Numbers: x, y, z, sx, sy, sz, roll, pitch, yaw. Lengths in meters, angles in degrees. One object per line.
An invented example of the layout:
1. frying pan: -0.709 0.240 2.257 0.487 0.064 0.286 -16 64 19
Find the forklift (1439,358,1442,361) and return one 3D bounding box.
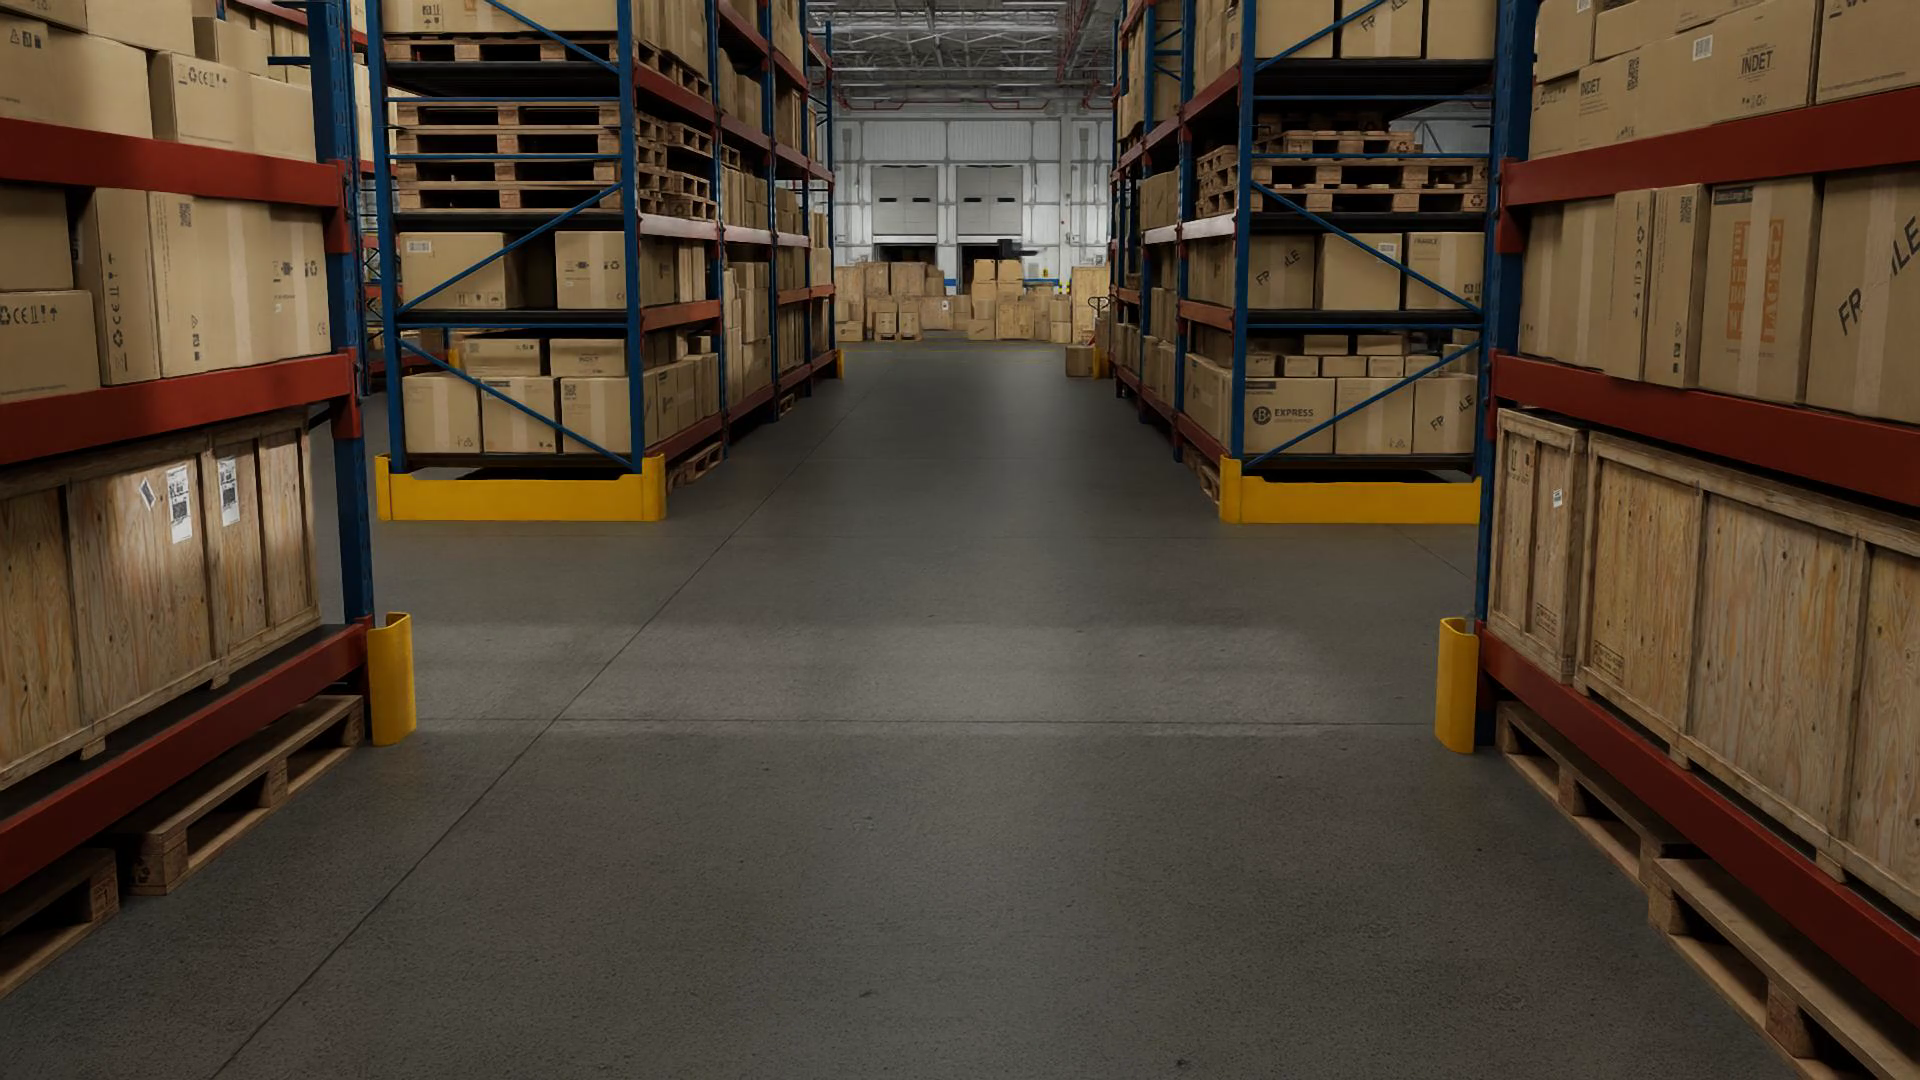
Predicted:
1. forklift: 9.969 -4.911 32.980 1.873 2.768 1.129 -4 10 -20

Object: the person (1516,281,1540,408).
1. person: 4.985 -1.437 14.777 0.647 2.012 0.814 1 10 4

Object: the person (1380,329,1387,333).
1. person: 4.781 -2.195 19.815 0.429 1.845 0.627 -6 11 -32

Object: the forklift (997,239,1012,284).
1. forklift: 1.548 -8.926 57.029 1.873 2.768 1.129 -1 10 -8

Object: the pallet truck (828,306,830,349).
1. pallet truck: -3.100 -3.940 29.800 1.885 1.965 0.823 3 10 19
